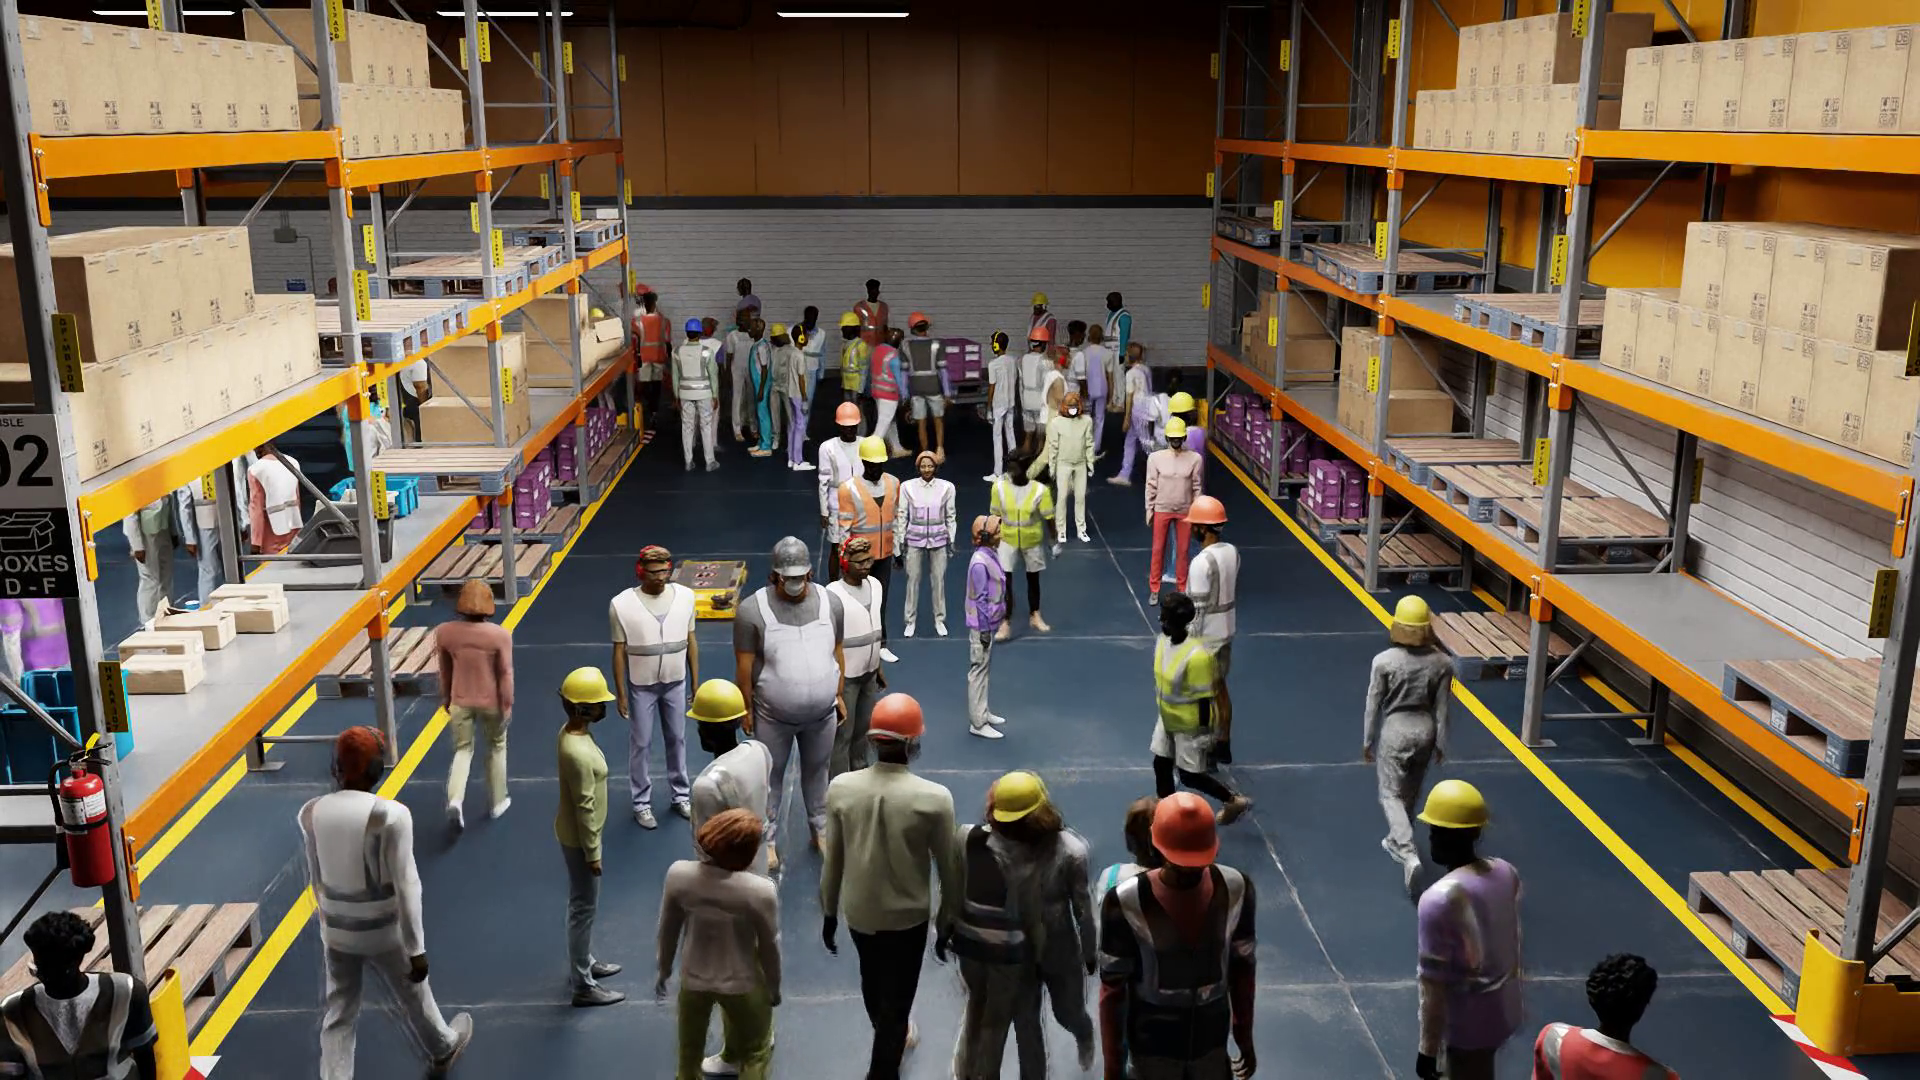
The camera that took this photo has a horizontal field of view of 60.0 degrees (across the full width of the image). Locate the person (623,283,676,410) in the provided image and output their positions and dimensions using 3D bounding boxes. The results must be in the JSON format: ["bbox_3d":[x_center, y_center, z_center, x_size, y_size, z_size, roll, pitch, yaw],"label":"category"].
[{"bbox_3d":[-4.760,-2.967,25.545,0.979,1.957,0.635,8,16,29],"label":"person"}]

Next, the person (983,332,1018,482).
[{"bbox_3d":[0.514,-1.634,20.504,0.509,1.860,0.333,-13,19,-41],"label":"person"}]

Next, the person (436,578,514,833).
[{"bbox_3d":[-3.053,1.046,10.467,0.503,1.609,0.631,0,14,-1],"label":"person"}]

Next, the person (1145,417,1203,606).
[{"bbox_3d":[1.962,-0.260,15.289,0.533,1.768,0.311,0,14,-2],"label":"person"}]

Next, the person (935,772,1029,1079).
[{"bbox_3d":[0.158,1.816,7.410,0.544,1.617,0.393,7,16,27],"label":"person"}]

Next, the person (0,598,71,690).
[{"bbox_3d":[-5.973,0.773,10.903,0.385,1.934,0.550,4,15,15],"label":"person"}]

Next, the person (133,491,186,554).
[{"bbox_3d":[-8.421,-0.819,17.289,0.607,1.854,0.792,4,15,15],"label":"person"}]

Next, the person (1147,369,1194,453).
[{"bbox_3d":[2.393,-1.144,18.988,0.528,1.651,0.920,2,14,7],"label":"person"}]

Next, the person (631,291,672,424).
[{"bbox_3d":[-4.541,-2.681,24.452,0.631,1.939,0.815,-6,15,-22],"label":"person"}]

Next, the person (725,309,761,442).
[{"bbox_3d":[-2.996,-2.283,23.092,0.504,1.840,0.340,-7,16,-27],"label":"person"}]

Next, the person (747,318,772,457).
[{"bbox_3d":[-2.667,-2.029,22.074,0.336,1.845,0.514,-3,15,-13],"label":"person"}]

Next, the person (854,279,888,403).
[{"bbox_3d":[-1.383,-3.136,26.212,0.599,1.957,0.396,-8,16,-28],"label":"person"}]

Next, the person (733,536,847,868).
[{"bbox_3d":[-0.976,0.963,9.938,0.688,2.000,0.536,-6,15,-21],"label":"person"}]

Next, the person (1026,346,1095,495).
[{"bbox_3d":[1.122,-1.395,19.691,0.909,1.801,0.567,2,14,6],"label":"person"}]

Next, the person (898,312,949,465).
[{"bbox_3d":[-0.471,-1.907,21.290,0.643,2.005,0.495,0,14,2],"label":"person"}]

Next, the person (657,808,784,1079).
[{"bbox_3d":[-1.032,1.904,7.123,0.563,1.602,0.343,2,15,10],"label":"person"}]

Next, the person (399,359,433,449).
[{"bbox_3d":[-6.546,-1.648,20.190,0.535,2.000,0.681,-11,18,-36],"label":"person"}]

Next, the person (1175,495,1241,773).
[{"bbox_3d":[1.687,0.644,11.429,0.388,1.927,0.547,11,18,36],"label":"person"}]

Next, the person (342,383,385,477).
[{"bbox_3d":[-6.073,-0.829,17.249,0.583,1.910,0.401,-13,19,-41],"label":"person"}]

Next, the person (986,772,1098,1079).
[{"bbox_3d":[0.367,1.768,7.424,0.520,1.706,0.690,5,15,17],"label":"person"}]

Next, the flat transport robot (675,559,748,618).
[{"bbox_3d":[-2.380,0.438,15.527,0.652,0.197,1.431,0,14,-1],"label":"flat transport robot"}]

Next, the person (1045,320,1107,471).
[{"bbox_3d":[1.495,-1.846,21.195,0.989,1.915,0.608,-5,15,-20],"label":"person"}]

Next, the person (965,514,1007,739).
[{"bbox_3d":[0.186,0.614,12.106,0.309,1.641,0.513,1,14,6],"label":"person"}]

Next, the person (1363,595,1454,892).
[{"bbox_3d":[2.637,1.179,9.756,0.490,1.715,0.776,-1,14,-3],"label":"person"}]

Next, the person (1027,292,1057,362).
[{"bbox_3d":[1.233,-2.881,25.473,0.403,1.824,0.599,-8,16,-27],"label":"person"}]

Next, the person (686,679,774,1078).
[{"bbox_3d":[-1.086,1.573,7.769,0.373,1.925,0.595,5,15,20],"label":"person"}]

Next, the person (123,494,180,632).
[{"bbox_3d":[-6.878,-0.039,14.148,0.411,1.908,0.593,1,14,5],"label":"person"}]

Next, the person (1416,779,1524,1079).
[{"bbox_3d":[1.991,1.890,6.629,0.583,1.885,0.666,-14,20,-43],"label":"person"}]

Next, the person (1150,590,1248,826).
[{"bbox_3d":[1.441,1.086,10.186,0.618,1.670,0.556,-7,16,-24],"label":"person"}]

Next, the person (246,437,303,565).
[{"bbox_3d":[-5.849,-0.067,14.260,0.413,1.906,0.599,3,15,13],"label":"person"}]

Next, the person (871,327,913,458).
[{"bbox_3d":[-0.932,-1.868,21.577,0.816,1.781,0.640,-8,16,-28],"label":"person"}]
